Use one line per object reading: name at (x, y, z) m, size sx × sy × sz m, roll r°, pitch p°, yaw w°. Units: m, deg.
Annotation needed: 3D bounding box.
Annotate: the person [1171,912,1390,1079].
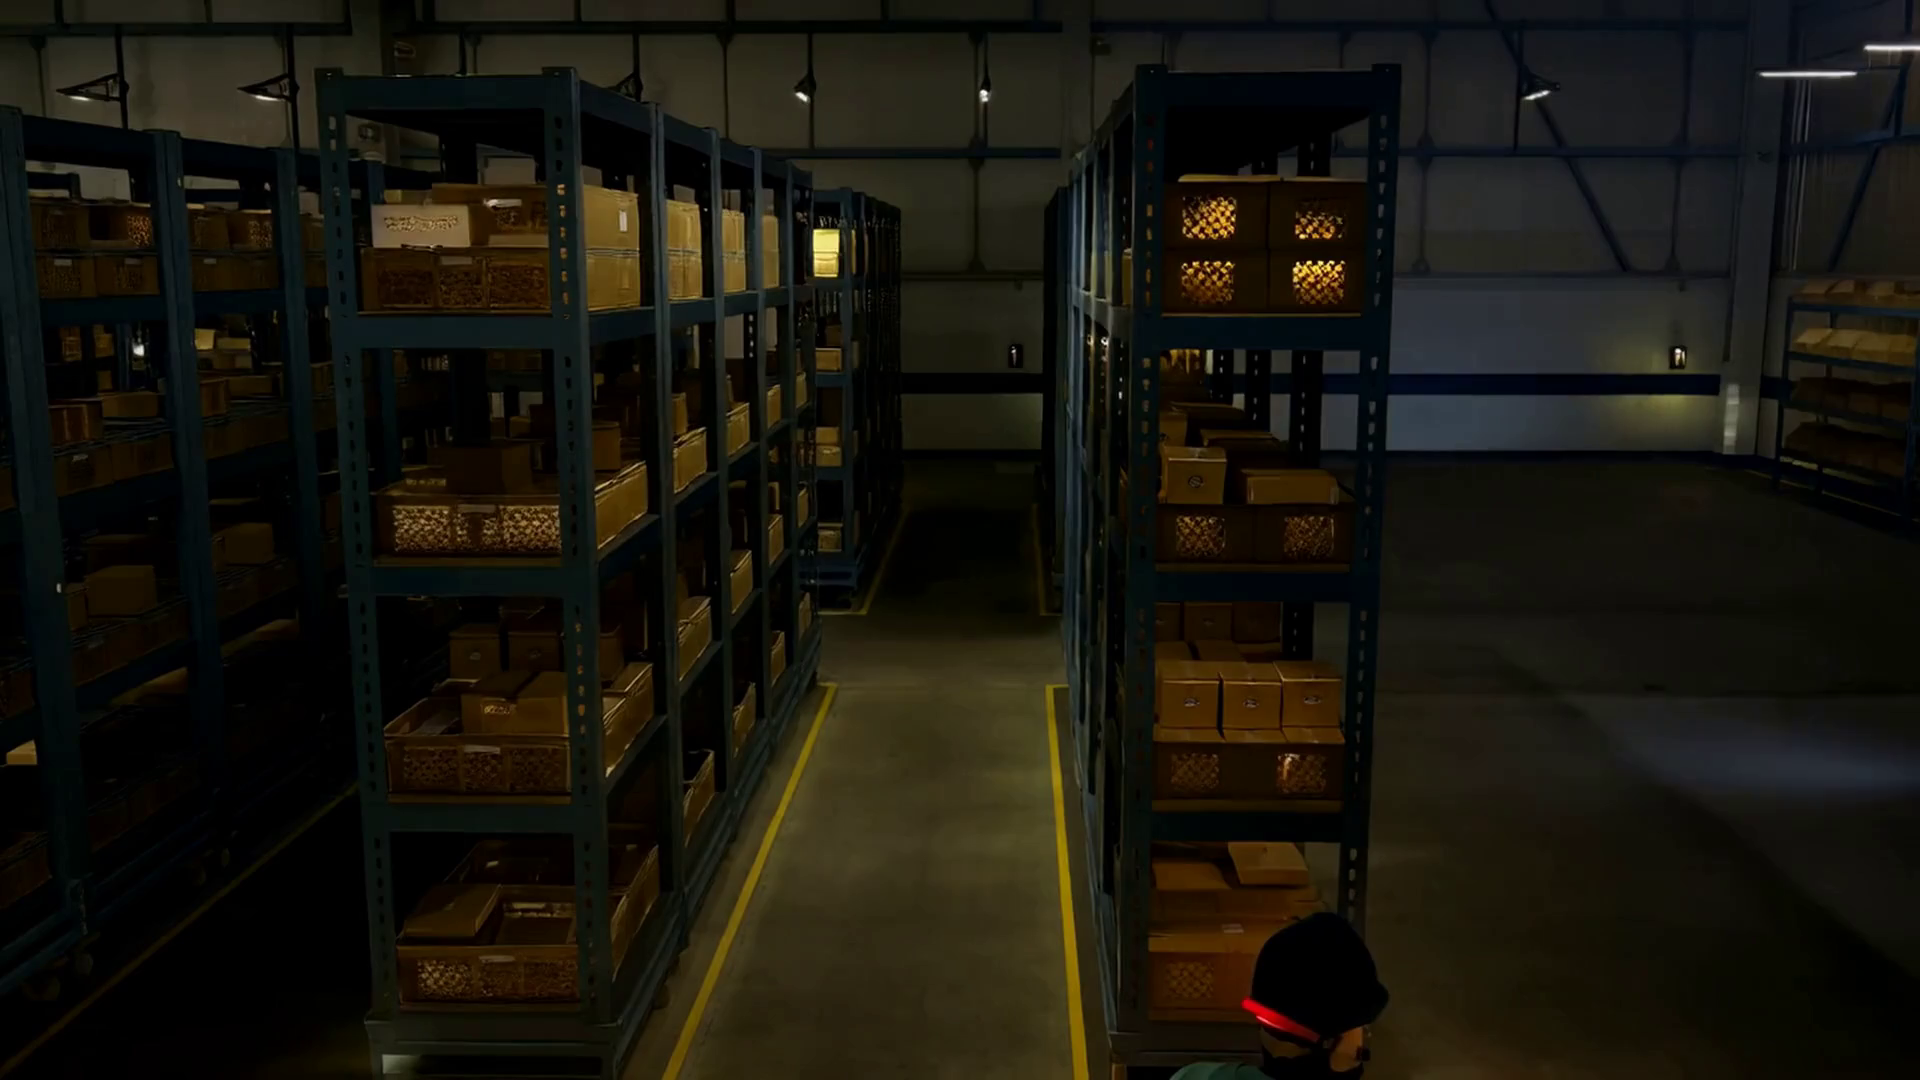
person at (0.654, 1.591, 3.171) m, size 0.590 × 1.833 × 0.404 m, roll 9°, pitch 13°, yaw 41°
